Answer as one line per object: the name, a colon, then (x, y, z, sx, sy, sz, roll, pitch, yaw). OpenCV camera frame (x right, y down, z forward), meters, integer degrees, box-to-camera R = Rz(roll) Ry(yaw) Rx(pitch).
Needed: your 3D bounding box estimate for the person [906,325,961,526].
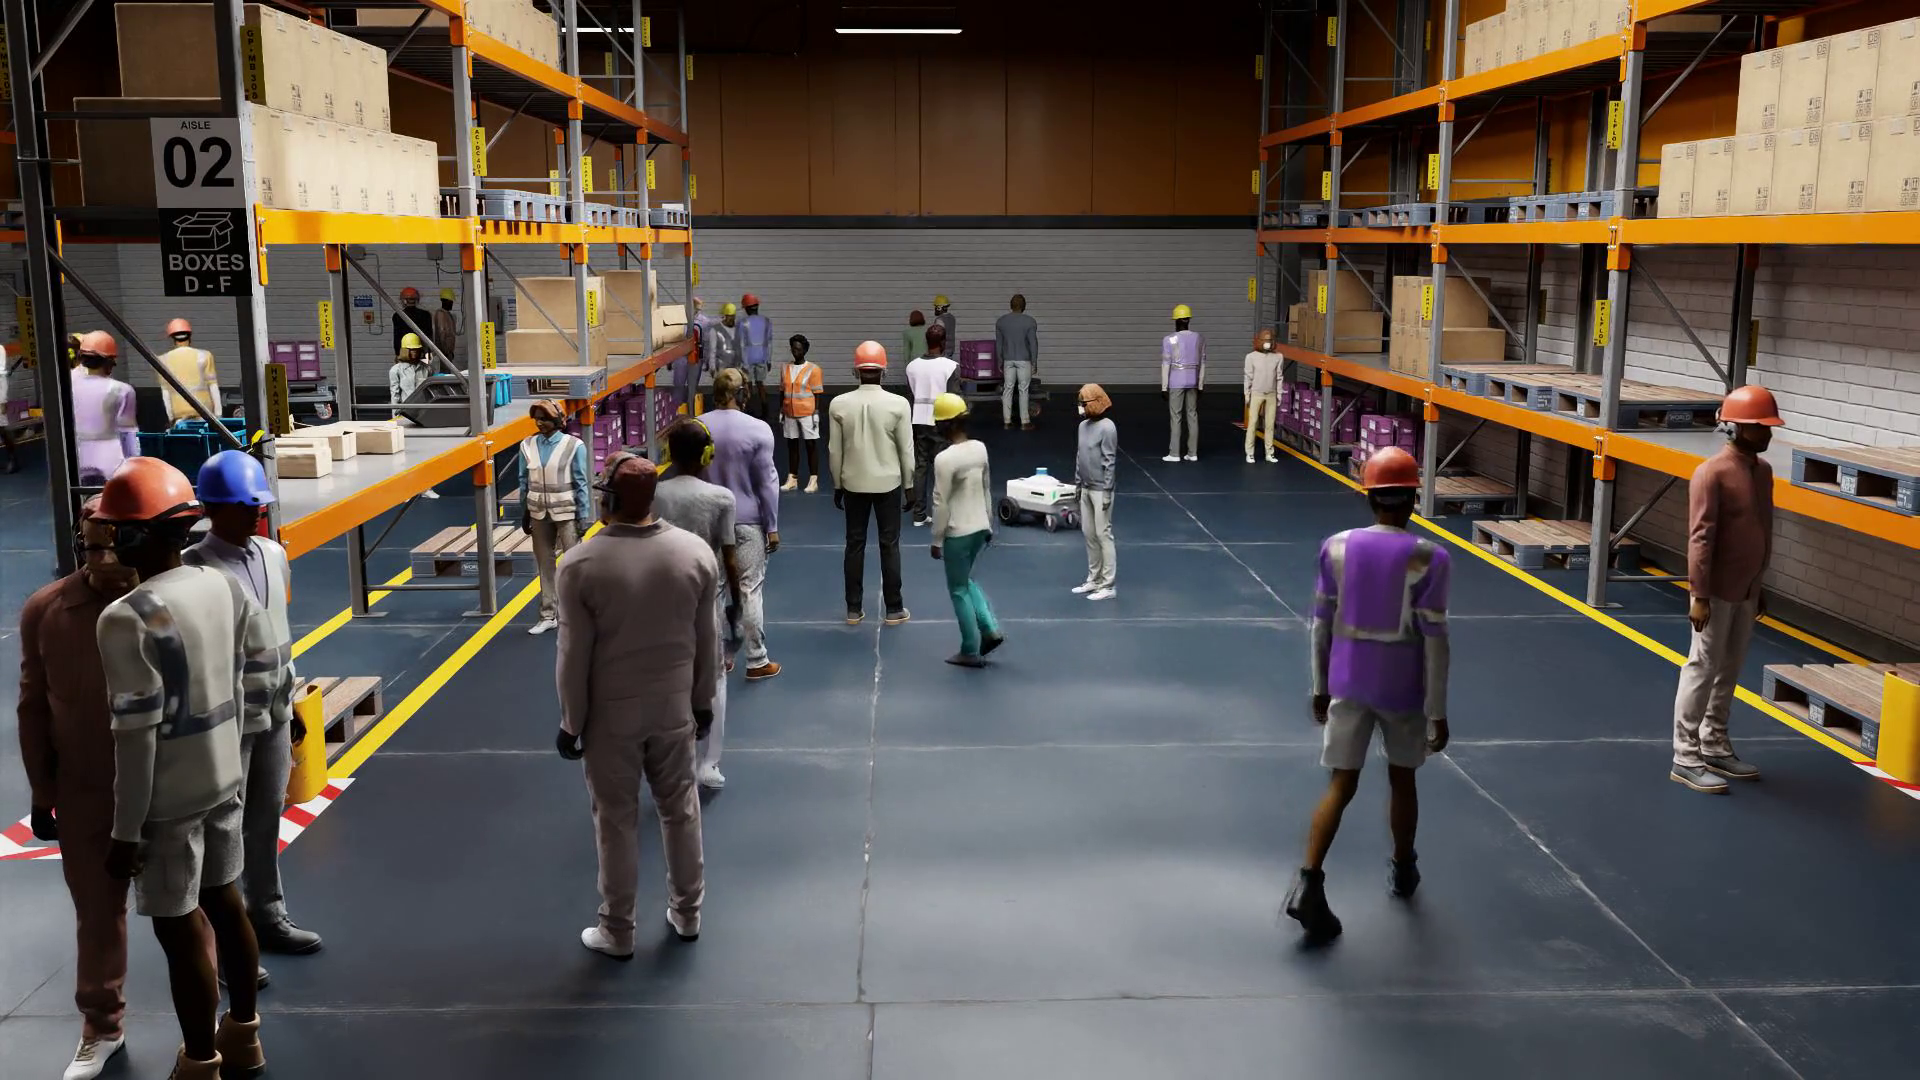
person: (-0.251, -1.062, 15.648, 0.582, 1.911, 0.392, 7, 12, 35)

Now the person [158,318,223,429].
person: (-7.947, -1.339, 17.214, 0.586, 1.902, 0.464, -4, 11, -22)

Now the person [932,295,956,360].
person: (-0.288, -3.023, 26.763, 0.403, 1.835, 0.588, 4, 11, 21)

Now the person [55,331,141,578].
person: (-6.467, -0.541, 12.431, 0.621, 2.025, 0.677, 1, 10, 5)

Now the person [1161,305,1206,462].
person: (2.715, -1.907, 20.325, 0.588, 1.919, 0.402, -4, 11, -21)

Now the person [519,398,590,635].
person: (-2.755, -0.150, 11.322, 0.520, 1.634, 0.312, 3, 11, 16)

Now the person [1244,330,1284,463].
person: (3.689, -1.741, 20.210, 0.495, 1.626, 0.284, -2, 10, -10)

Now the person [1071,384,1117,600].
person: (1.015, -0.368, 12.564, 0.290, 1.623, 0.507, -5, 11, -25)

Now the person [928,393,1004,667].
person: (-0.010, -0.054, 10.448, 0.380, 1.741, 0.543, 7, 12, 32)

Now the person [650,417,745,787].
person: (-1.311, 0.341, 8.001, 0.564, 1.848, 0.472, 0, 10, 0)

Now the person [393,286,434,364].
person: (-8.400, -2.891, 25.577, 0.612, 1.997, 0.376, -7, 13, -36)

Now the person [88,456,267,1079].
person: (-2.411, 0.762, 5.098, 0.376, 2.043, 0.609, 1, 10, 6)

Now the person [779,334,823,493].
person: (-1.717, -1.350, 17.816, 0.541, 1.700, 0.316, 5, 12, 28)

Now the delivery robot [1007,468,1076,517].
delivery robot: (0.769, -0.436, 15.654, 0.477, 0.478, 0.707, -8, 13, -39)

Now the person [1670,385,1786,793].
person: (3.787, 0.235, 8.166, 0.622, 1.992, 0.395, -8, 13, -37)

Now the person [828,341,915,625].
person: (-0.611, -0.390, 11.642, 0.612, 1.997, 0.375, 2, 10, 10)

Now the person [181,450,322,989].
person: (-2.608, 0.638, 6.054, 0.404, 1.945, 0.615, 3, 11, 15)

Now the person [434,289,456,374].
person: (-8.347, -3.124, 27.084, 0.383, 1.921, 0.585, -1, 10, -6)

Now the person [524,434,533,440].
person: (-5.399, -2.045, 21.322, 0.632, 1.835, 0.429, -6, 12, -32)

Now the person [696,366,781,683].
person: (-1.385, -0.089, 10.144, 0.627, 1.934, 0.372, 3, 11, 19)

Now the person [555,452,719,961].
person: (-1.224, 0.619, 6.267, 0.652, 1.908, 0.409, -7, 12, -35)

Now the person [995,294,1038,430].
person: (0.819, -2.544, 23.802, 0.638, 1.938, 0.356, 4, 11, 23)

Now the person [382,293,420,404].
person: (-8.907, -3.055, 26.755, 0.953, 1.892, 0.647, 0, 10, -3)

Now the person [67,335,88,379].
person: (-8.006, -0.943, 15.165, 0.676, 1.837, 0.600, -3, 11, -16)

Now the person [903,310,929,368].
person: (-0.632, -2.798, 26.097, 0.557, 1.610, 0.499, 1, 10, 6)

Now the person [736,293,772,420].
person: (-3.100, -2.703, 24.761, 0.550, 1.922, 0.513, -7, 12, -34)

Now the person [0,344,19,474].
person: (-11.018, -1.633, 18.839, 0.541, 1.909, 0.870, -2, 10, -12)

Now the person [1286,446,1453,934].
person: (1.624, 0.589, 6.531, 0.594, 1.888, 0.971, 6, 12, 31)

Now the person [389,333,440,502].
person: (-5.650, -1.273, 17.265, 0.298, 1.743, 0.493, 9, 14, 42)

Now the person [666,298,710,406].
person: (-4.029, -2.675, 24.786, 0.668, 1.850, 0.884, -4, 11, -20)

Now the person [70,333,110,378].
person: (-8.798, -1.197, 16.787, 0.330, 1.765, 0.533, 5, 11, 26)

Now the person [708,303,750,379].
person: (-3.345, -2.557, 24.308, 0.849, 1.783, 0.603, 10, 14, 43)

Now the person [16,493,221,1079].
person: (-2.657, 0.789, 5.338, 0.639, 1.904, 0.407, -3, 11, -15)
